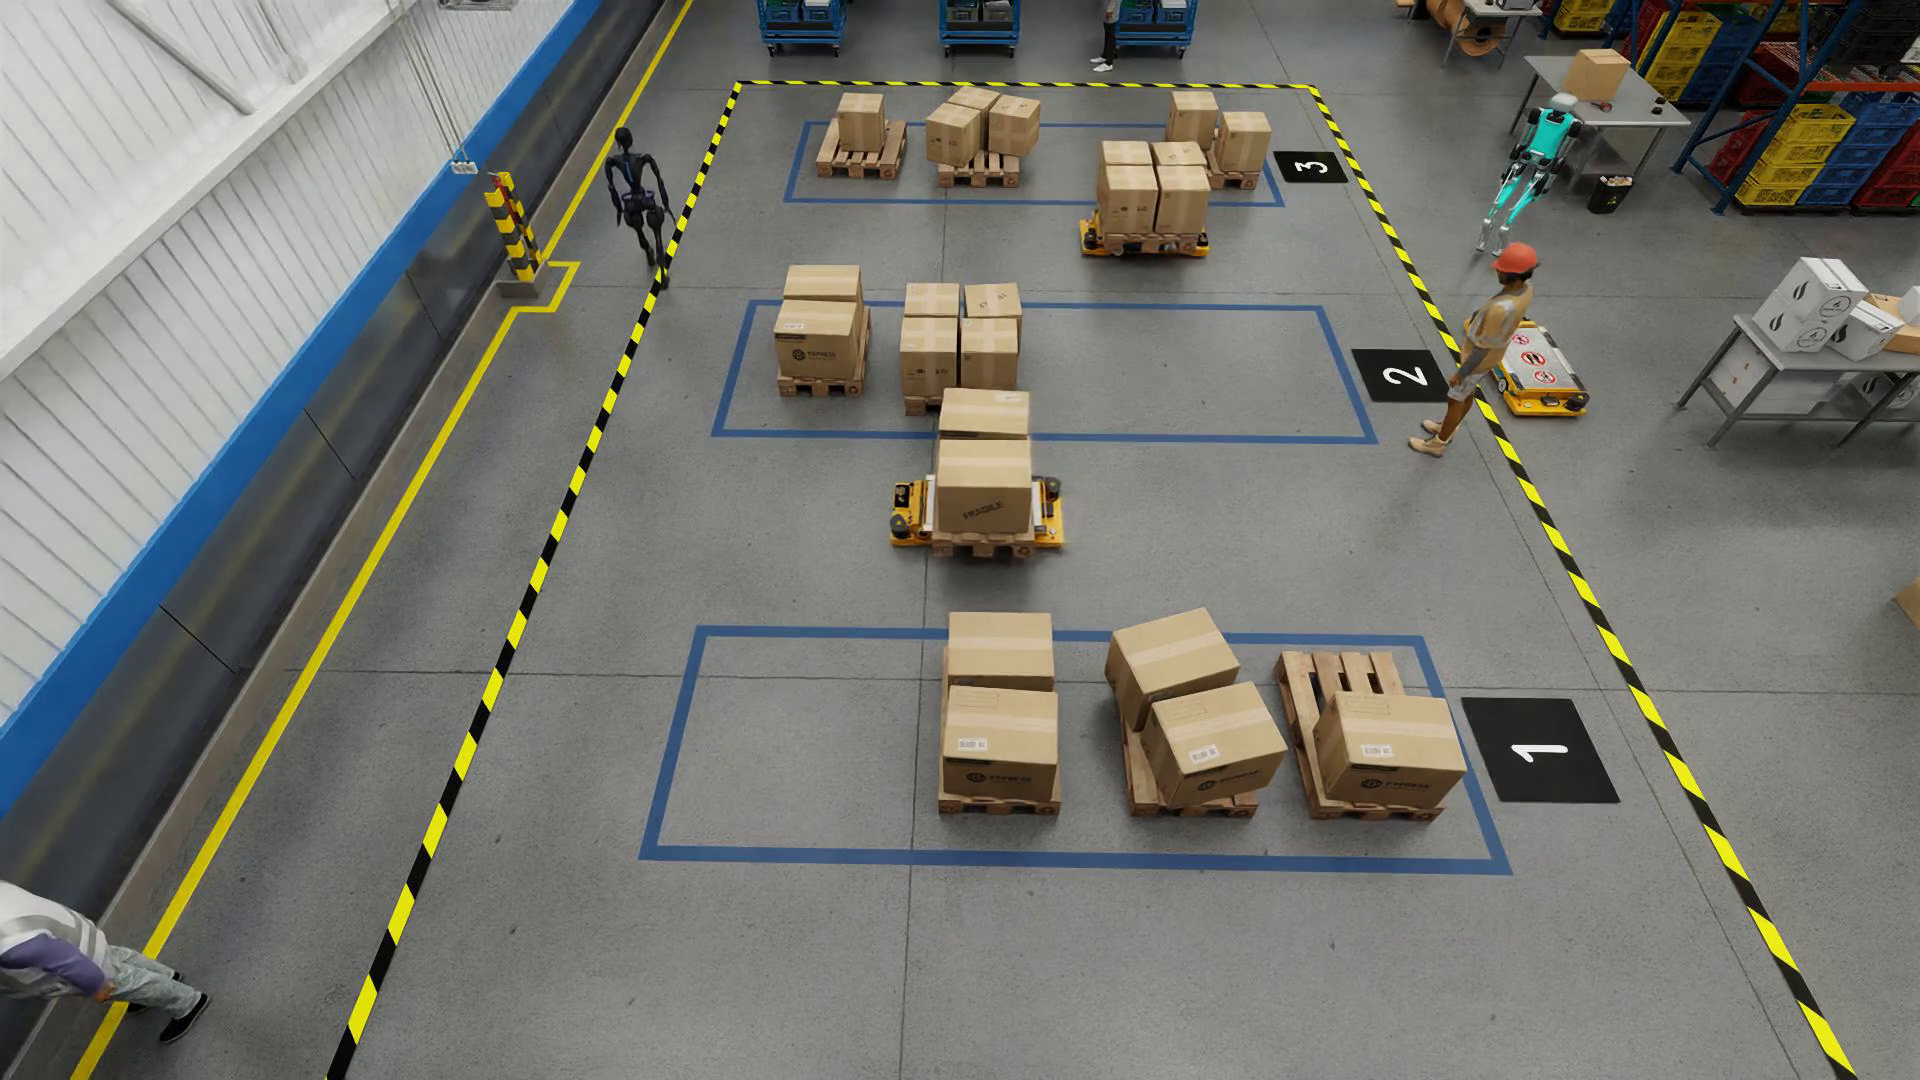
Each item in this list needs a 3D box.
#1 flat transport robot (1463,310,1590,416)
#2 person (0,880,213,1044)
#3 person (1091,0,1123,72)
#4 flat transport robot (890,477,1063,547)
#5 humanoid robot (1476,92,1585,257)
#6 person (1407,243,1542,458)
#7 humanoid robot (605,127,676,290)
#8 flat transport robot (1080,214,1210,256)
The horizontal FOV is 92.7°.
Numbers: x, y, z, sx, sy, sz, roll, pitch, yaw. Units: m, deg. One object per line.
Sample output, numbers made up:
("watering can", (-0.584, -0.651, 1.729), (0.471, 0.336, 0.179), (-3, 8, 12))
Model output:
("flat transport robot", (5.573, -1.757, 9.054), (0.659, 0.231, 1.431), (1, 49, 1))
("person", (-4.566, 2.136, 4.650), (0.597, 1.830, 0.403), (24, 53, 20))
("person", (2.138, -7.761, 13.207), (0.396, 1.848, 0.587), (1, 49, 1))
("flat transport robot", (0.141, -0.253, 7.734), (1.431, 0.197, 0.652), (1, 49, 1))
("humanoid robot", (5.967, -3.811, 9.769), (0.735, 1.681, 0.533), (-35, 58, -26))
("person", (4.326, -1.551, 7.711), (0.606, 2.032, 0.400), (-37, 58, -27))
("humanoid robot", (-3.355, -3.529, 9.679), (0.612, 1.619, 0.759), (-8, 50, -7))
("flat transport robot", (2.126, -3.555, 10.592), (1.431, 0.197, 0.652), (1, 49, 1))
